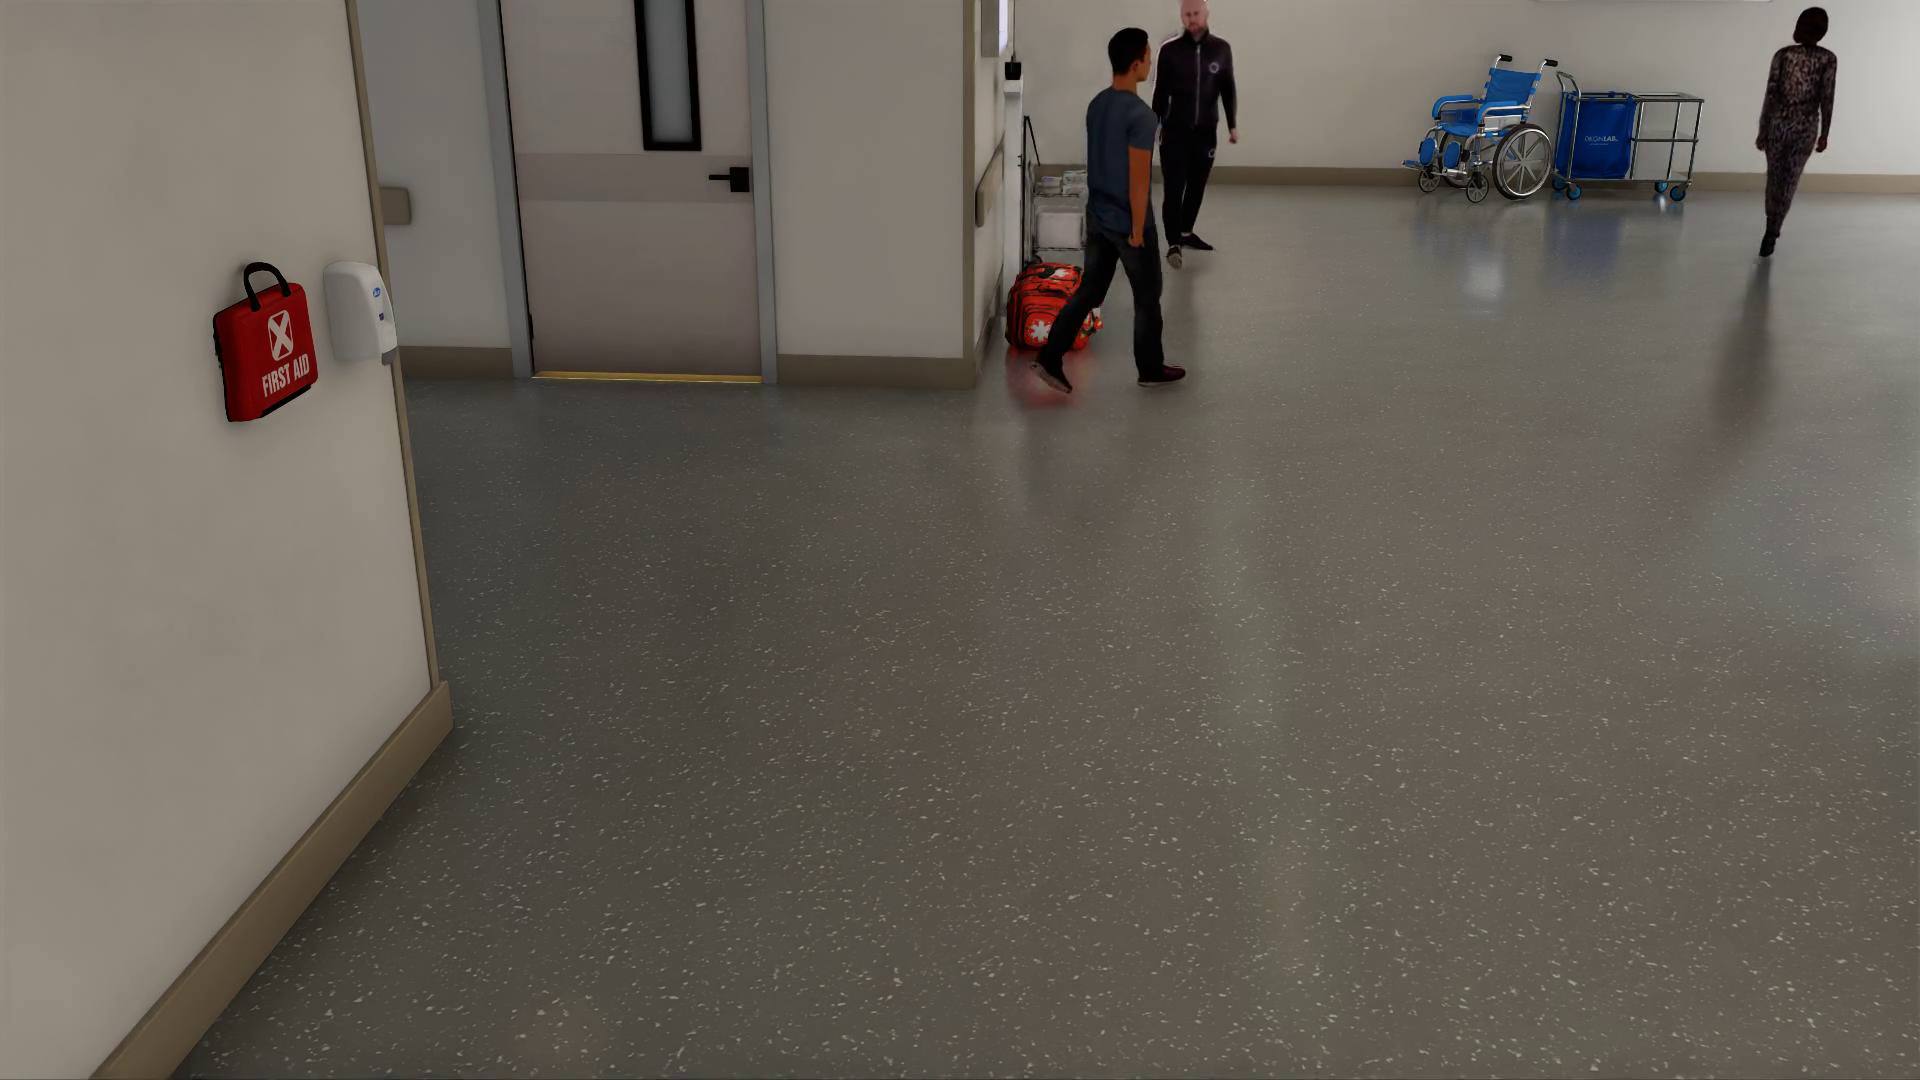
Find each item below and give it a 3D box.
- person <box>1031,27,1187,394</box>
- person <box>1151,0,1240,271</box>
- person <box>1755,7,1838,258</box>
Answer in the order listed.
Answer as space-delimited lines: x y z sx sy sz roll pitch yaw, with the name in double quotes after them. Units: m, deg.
0.706 -1.572 8.209 1.131 1.778 1.137 -13 24 -31 "person"
1.543 -2.746 11.340 0.988 1.757 1.324 -5 21 -14 "person"
5.795 -2.806 11.617 0.945 1.672 1.184 13 24 30 "person"
